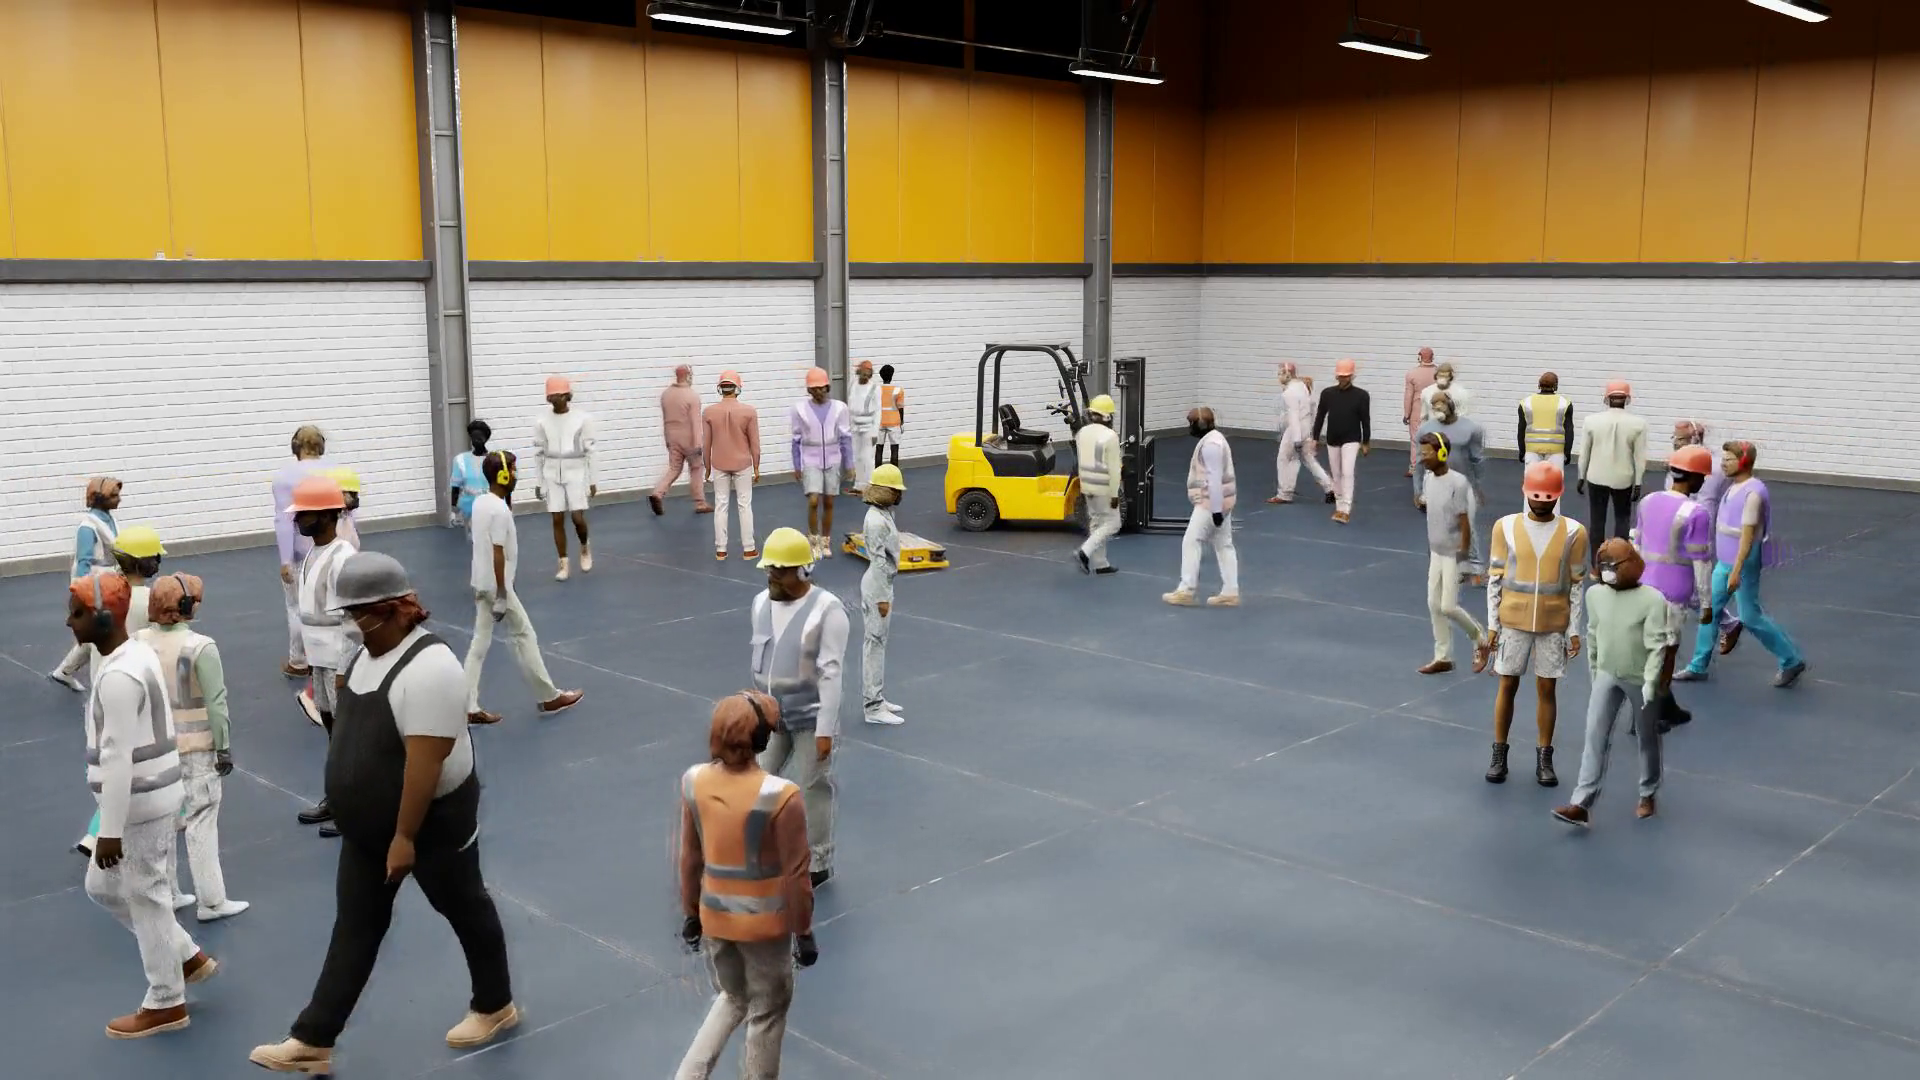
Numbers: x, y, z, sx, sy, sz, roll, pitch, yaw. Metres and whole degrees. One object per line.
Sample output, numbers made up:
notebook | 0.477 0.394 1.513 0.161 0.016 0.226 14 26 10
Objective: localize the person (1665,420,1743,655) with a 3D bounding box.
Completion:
person | 5.673 0.007 12.841 0.680 1.886 0.658 -1 9 -3

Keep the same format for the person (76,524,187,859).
person | -4.289 0.787 8.582 0.527 1.732 0.867 3 10 20

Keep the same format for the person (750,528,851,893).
person | -0.824 0.845 7.949 0.596 1.814 0.542 6 11 32

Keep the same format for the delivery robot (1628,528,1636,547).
delivery robot | 7.020 0.007 16.613 0.707 0.478 0.477 0 9 -5

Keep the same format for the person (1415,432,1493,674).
person | 3.679 0.110 12.382 0.572 1.838 0.549 -3 10 -18

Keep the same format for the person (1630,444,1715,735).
person | 4.704 0.327 10.823 0.735 1.907 0.564 -3 10 -18

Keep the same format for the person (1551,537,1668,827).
person | 3.574 0.781 9.035 0.872 1.573 0.516 -9 13 -42

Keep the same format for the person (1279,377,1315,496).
person | 4.555 -1.384 22.228 0.445 1.600 0.541 -7 12 -37

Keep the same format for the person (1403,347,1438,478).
person | 6.725 -1.839 24.112 0.643 1.909 0.411 -1 9 -7

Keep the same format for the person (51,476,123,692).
person | -6.109 0.344 11.634 0.589 1.608 0.536 -1 9 -9

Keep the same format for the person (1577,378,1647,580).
person | 6.371 -0.595 16.290 0.623 1.975 0.545 4 10 22

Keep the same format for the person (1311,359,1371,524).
person | 4.522 -1.169 19.865 0.643 1.957 0.914 6 11 32

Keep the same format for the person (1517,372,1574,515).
person | 6.831 -1.041 19.421 0.626 1.844 0.429 4 10 26

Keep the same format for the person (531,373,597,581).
person | -3.851 -0.610 16.190 0.613 2.029 0.463 0 9 1

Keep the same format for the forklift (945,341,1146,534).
forklift | 0.977 -1.223 19.452 2.313 2.155 1.214 2 9 11

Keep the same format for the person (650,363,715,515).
person | -3.421 -1.231 20.460 0.662 1.883 0.833 7 11 36

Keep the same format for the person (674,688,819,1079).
person | -0.746 1.314 5.639 0.519 1.628 0.438 7 11 35

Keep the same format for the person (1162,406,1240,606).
person | 2.179 -0.301 15.004 0.800 1.802 0.642 3 10 18

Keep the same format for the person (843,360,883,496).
person | -1.280 -1.454 21.941 0.718 1.847 0.432 8 12 41

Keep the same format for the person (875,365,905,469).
person | -1.028 -1.629 23.499 0.529 1.690 0.321 3 10 18

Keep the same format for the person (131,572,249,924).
person | -3.609 0.966 7.733 0.522 1.638 0.310 3 10 19

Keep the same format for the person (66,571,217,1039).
person | -3.268 1.047 6.536 0.405 1.873 0.594 -5 10 -26

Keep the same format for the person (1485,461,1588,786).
person | 3.374 0.489 9.771 0.543 1.928 0.371 3 10 16

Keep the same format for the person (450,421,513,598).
person | -4.385 -0.259 15.176 0.550 1.648 0.850 0 9 0

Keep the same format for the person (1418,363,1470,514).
person | 6.001 -1.264 20.681 0.641 1.862 1.107 6 11 34

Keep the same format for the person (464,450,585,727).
person | -3.001 0.313 11.157 0.934 1.825 0.499 -8 12 -40

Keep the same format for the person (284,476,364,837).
person | -3.389 0.620 8.935 0.361 1.939 0.542 -7 12 -39

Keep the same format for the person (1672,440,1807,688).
person | 5.699 0.177 12.051 0.881 1.817 0.580 1 9 6

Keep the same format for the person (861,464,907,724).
person | -0.510 0.355 11.179 0.311 1.737 0.483 0 9 -2

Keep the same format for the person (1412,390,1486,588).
person | 4.646 -0.482 15.823 0.672 1.897 0.457 4 10 21

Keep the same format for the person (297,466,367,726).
person | -4.085 0.387 10.931 0.410 1.744 0.542 0 9 0

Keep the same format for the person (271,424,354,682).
person | -4.745 0.111 12.155 0.824 1.905 0.649 8 12 42

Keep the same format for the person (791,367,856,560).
person | -1.418 -0.787 17.323 0.629 2.014 0.666 -2 10 -14

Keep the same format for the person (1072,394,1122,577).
person | 1.340 -0.514 16.253 0.560 1.817 0.610 -6 11 -33

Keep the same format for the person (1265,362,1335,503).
person | 4.435 -1.368 21.406 0.880 1.861 0.664 5 11 29

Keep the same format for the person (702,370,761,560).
person | -2.373 -0.772 17.327 0.609 1.986 0.391 0 9 2

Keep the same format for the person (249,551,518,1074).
person | -2.164 1.007 6.250 0.691 2.000 1.049 7 12 38

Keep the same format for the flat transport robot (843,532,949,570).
flat transport robot | -0.683 0.098 17.234 0.652 0.197 1.431 -4 10 -22
